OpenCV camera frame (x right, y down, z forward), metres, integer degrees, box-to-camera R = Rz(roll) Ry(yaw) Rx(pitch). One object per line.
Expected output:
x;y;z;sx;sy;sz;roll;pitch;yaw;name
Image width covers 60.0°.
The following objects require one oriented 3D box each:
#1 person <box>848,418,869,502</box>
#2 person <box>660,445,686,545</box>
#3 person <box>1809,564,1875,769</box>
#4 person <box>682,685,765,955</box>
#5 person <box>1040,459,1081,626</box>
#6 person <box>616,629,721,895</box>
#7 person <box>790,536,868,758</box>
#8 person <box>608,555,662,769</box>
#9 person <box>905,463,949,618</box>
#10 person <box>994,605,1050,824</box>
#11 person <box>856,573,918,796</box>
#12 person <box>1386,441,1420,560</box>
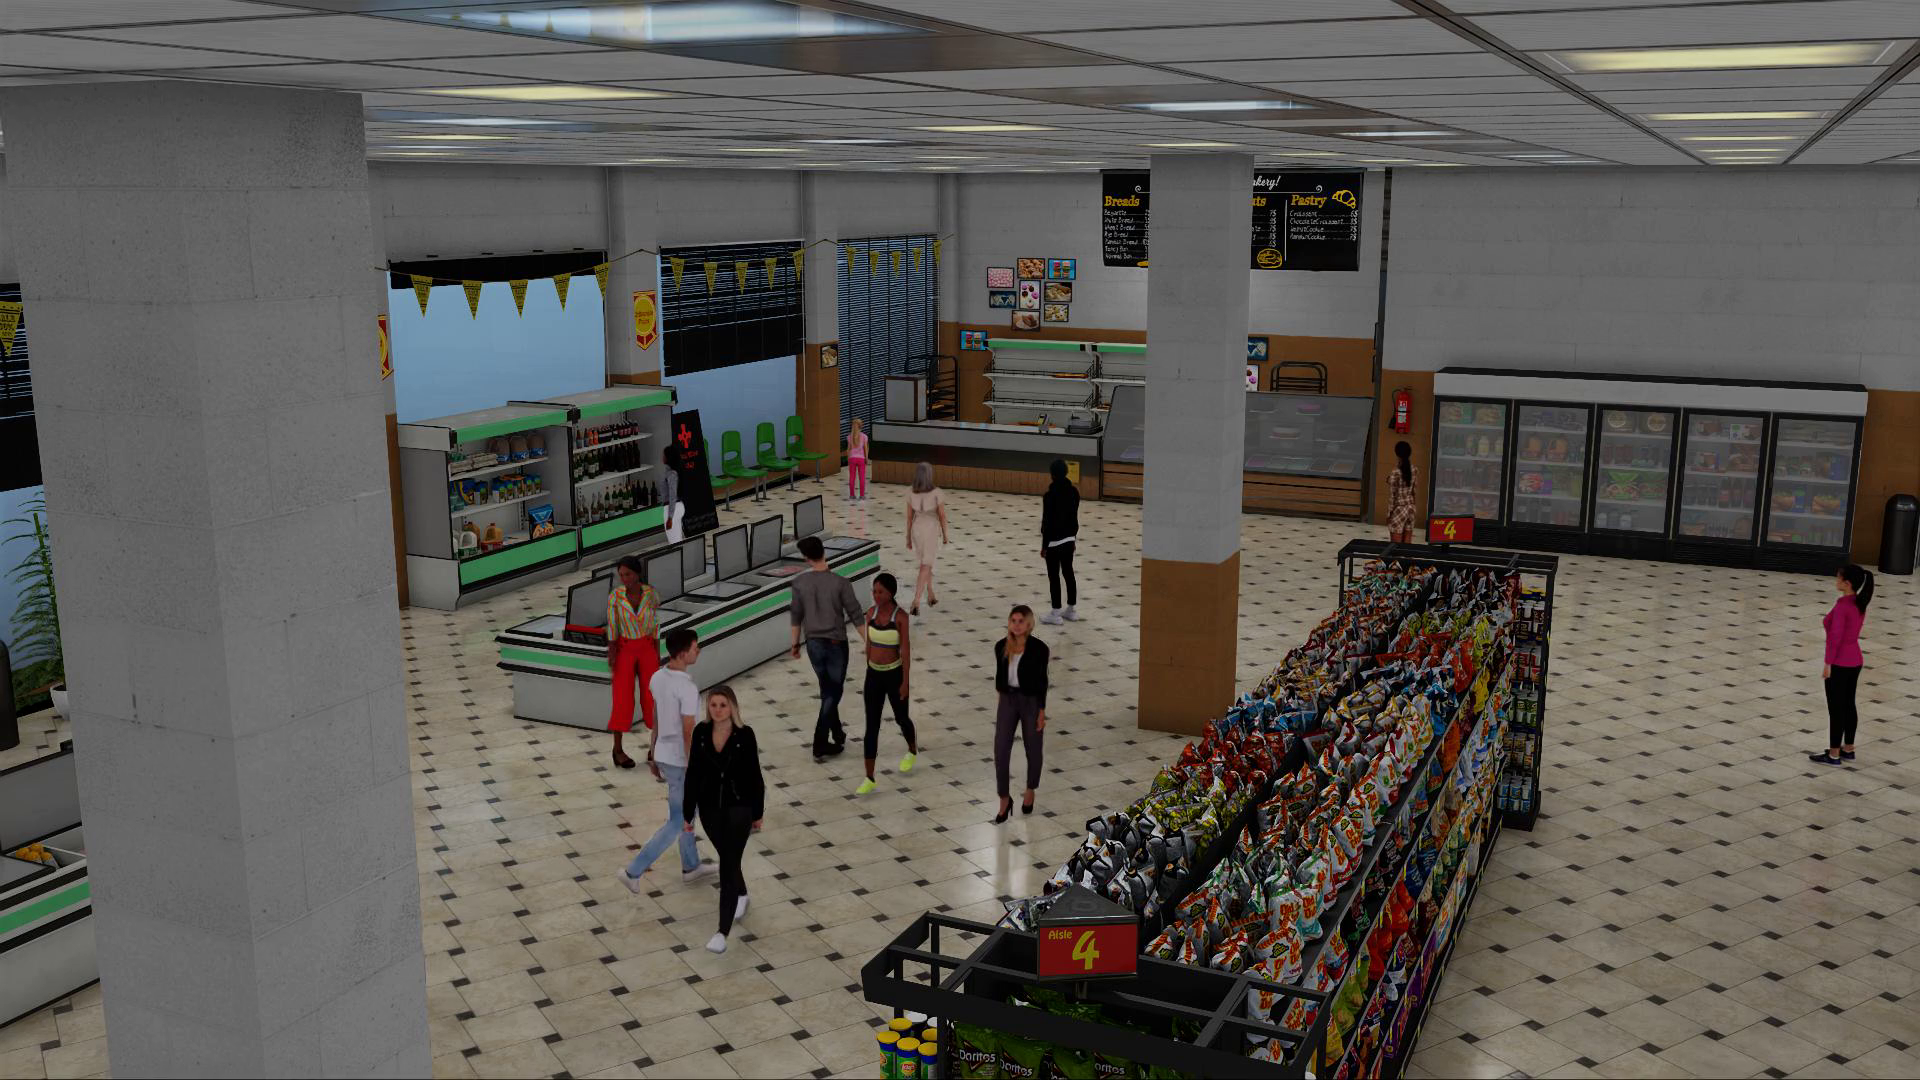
-1.579;-1.243;25.564;0.536;1.271;0.563;1;12;4;person
-3.432;-0.287;19.924;0.729;1.724;0.592;0;12;-1;person
7.312;1.029;13.734;0.629;1.699;0.727;-9;15;-37;person
-1.469;1.725;10.587;0.827;1.634;1.218;2;12;11;person
1.101;0.011;18.282;0.658;1.817;0.811;-10;16;-40;person
-1.966;1.520;11.108;1.206;1.821;0.973;-11;16;-43;person
-1.154;0.918;13.871;0.790;1.860;0.837;7;14;29;person
-2.690;0.998;13.706;0.736;1.771;0.796;-6;13;-26;person
-0.393;0.041;18.444;0.686;1.692;1.190;4;13;18;person
0.500;1.288;12.615;0.636;1.654;0.759;4;12;17;person
-0.526;1.118;13.283;0.571;1.711;1.116;6;13;25;person
5.253;-0.286;19.754;0.654;1.792;0.739;-7;14;-29;person
